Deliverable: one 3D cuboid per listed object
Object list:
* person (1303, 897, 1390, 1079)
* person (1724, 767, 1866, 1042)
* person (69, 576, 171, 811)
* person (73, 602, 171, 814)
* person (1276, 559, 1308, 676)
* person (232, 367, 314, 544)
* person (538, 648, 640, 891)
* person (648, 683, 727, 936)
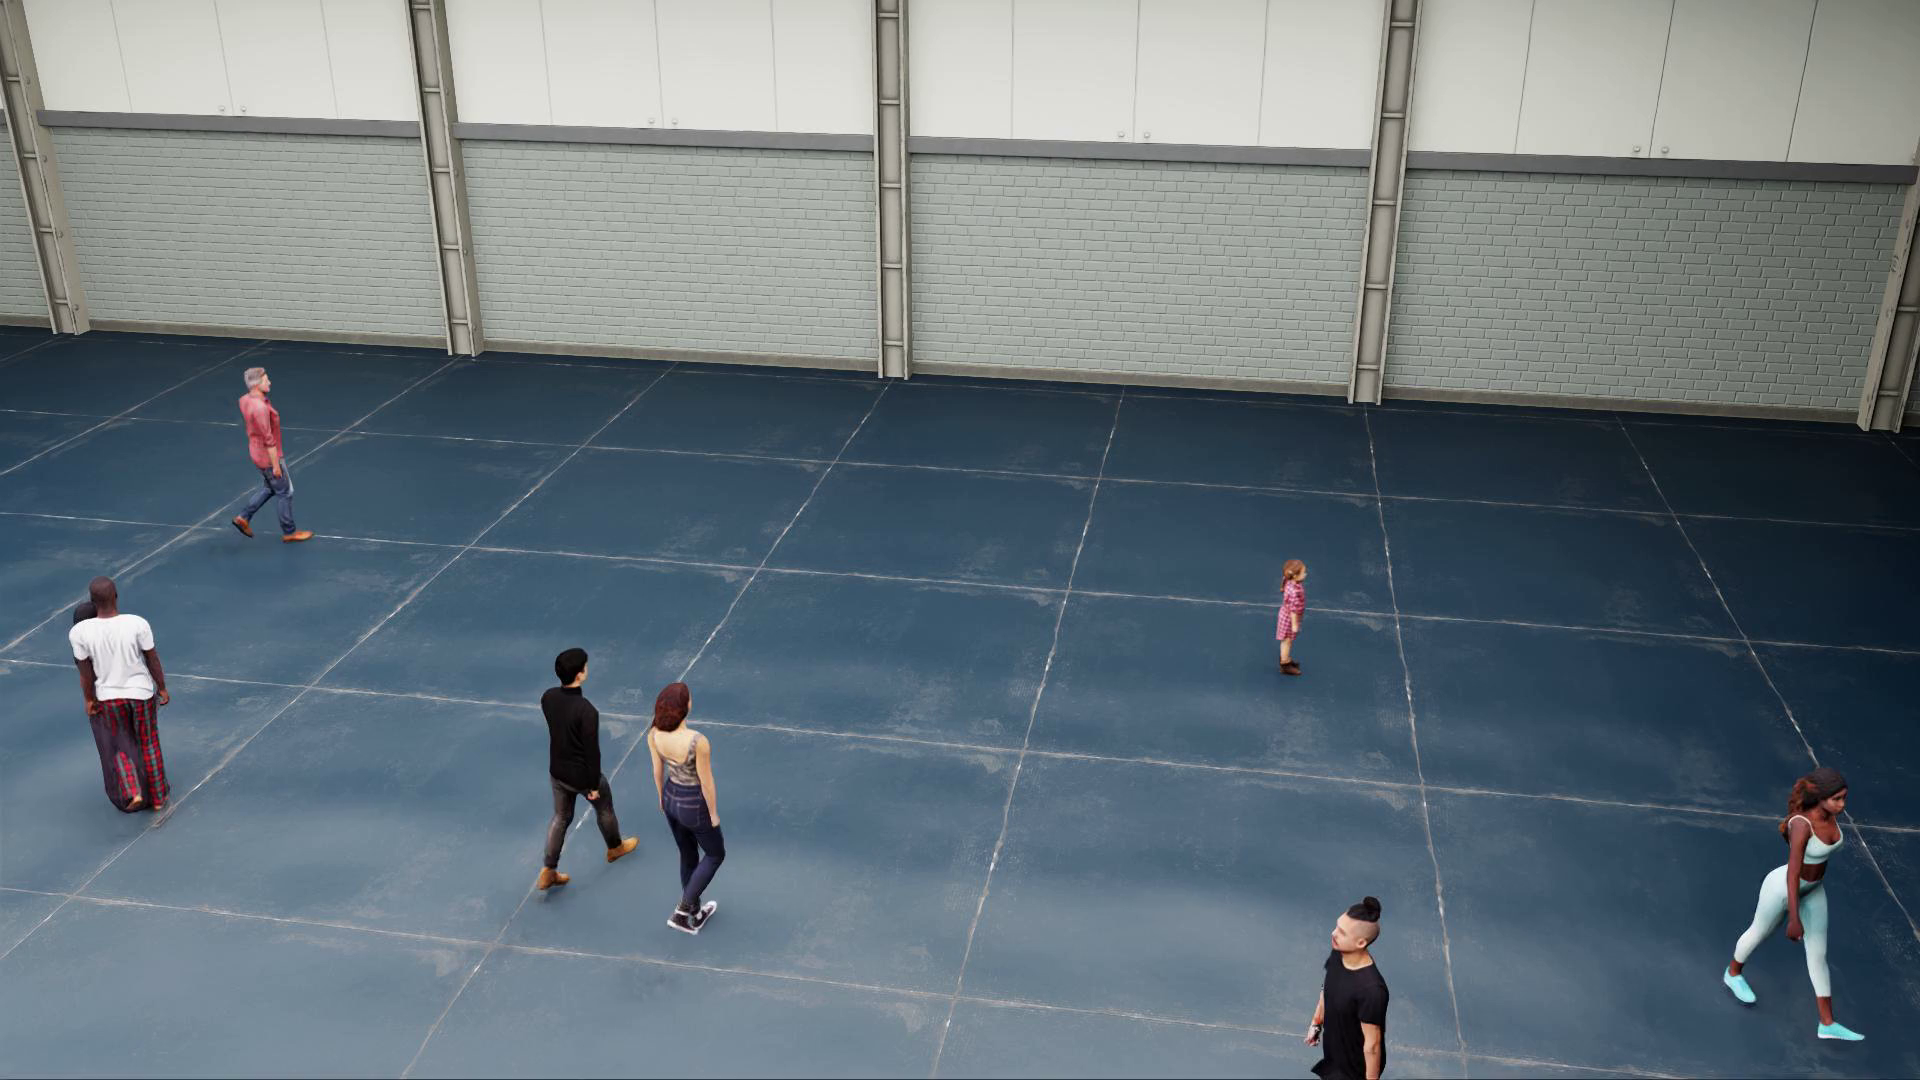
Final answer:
[{"bbox_3d":[2.019,2.575,8.298,0.941,1.842,0.825,-1,23,-3],"label":"person"},{"bbox_3d":[4.808,2.047,9.737,1.100,1.689,1.083,-12,26,-26],"label":"person"},{"bbox_3d":[-5.889,1.139,11.701,0.800,1.823,0.889,-7,24,-16],"label":"person"},{"bbox_3d":[-6.054,1.171,11.892,0.629,1.614,0.733,12,26,27],"label":"person"},{"bbox_3d":[2.769,0.630,13.921,0.444,1.022,0.431,2,23,6],"label":"person"},{"bbox_3d":[-6.849,-0.800,16.268,1.072,1.818,1.027,-17,28,-35],"label":"person"},{"bbox_3d":[-2.584,1.526,10.950,1.096,1.698,0.941,12,26,27],"label":"person"},{"bbox_3d":[-1.736,1.732,10.385,0.805,1.761,0.799,11,25,23],"label":"person"}]
